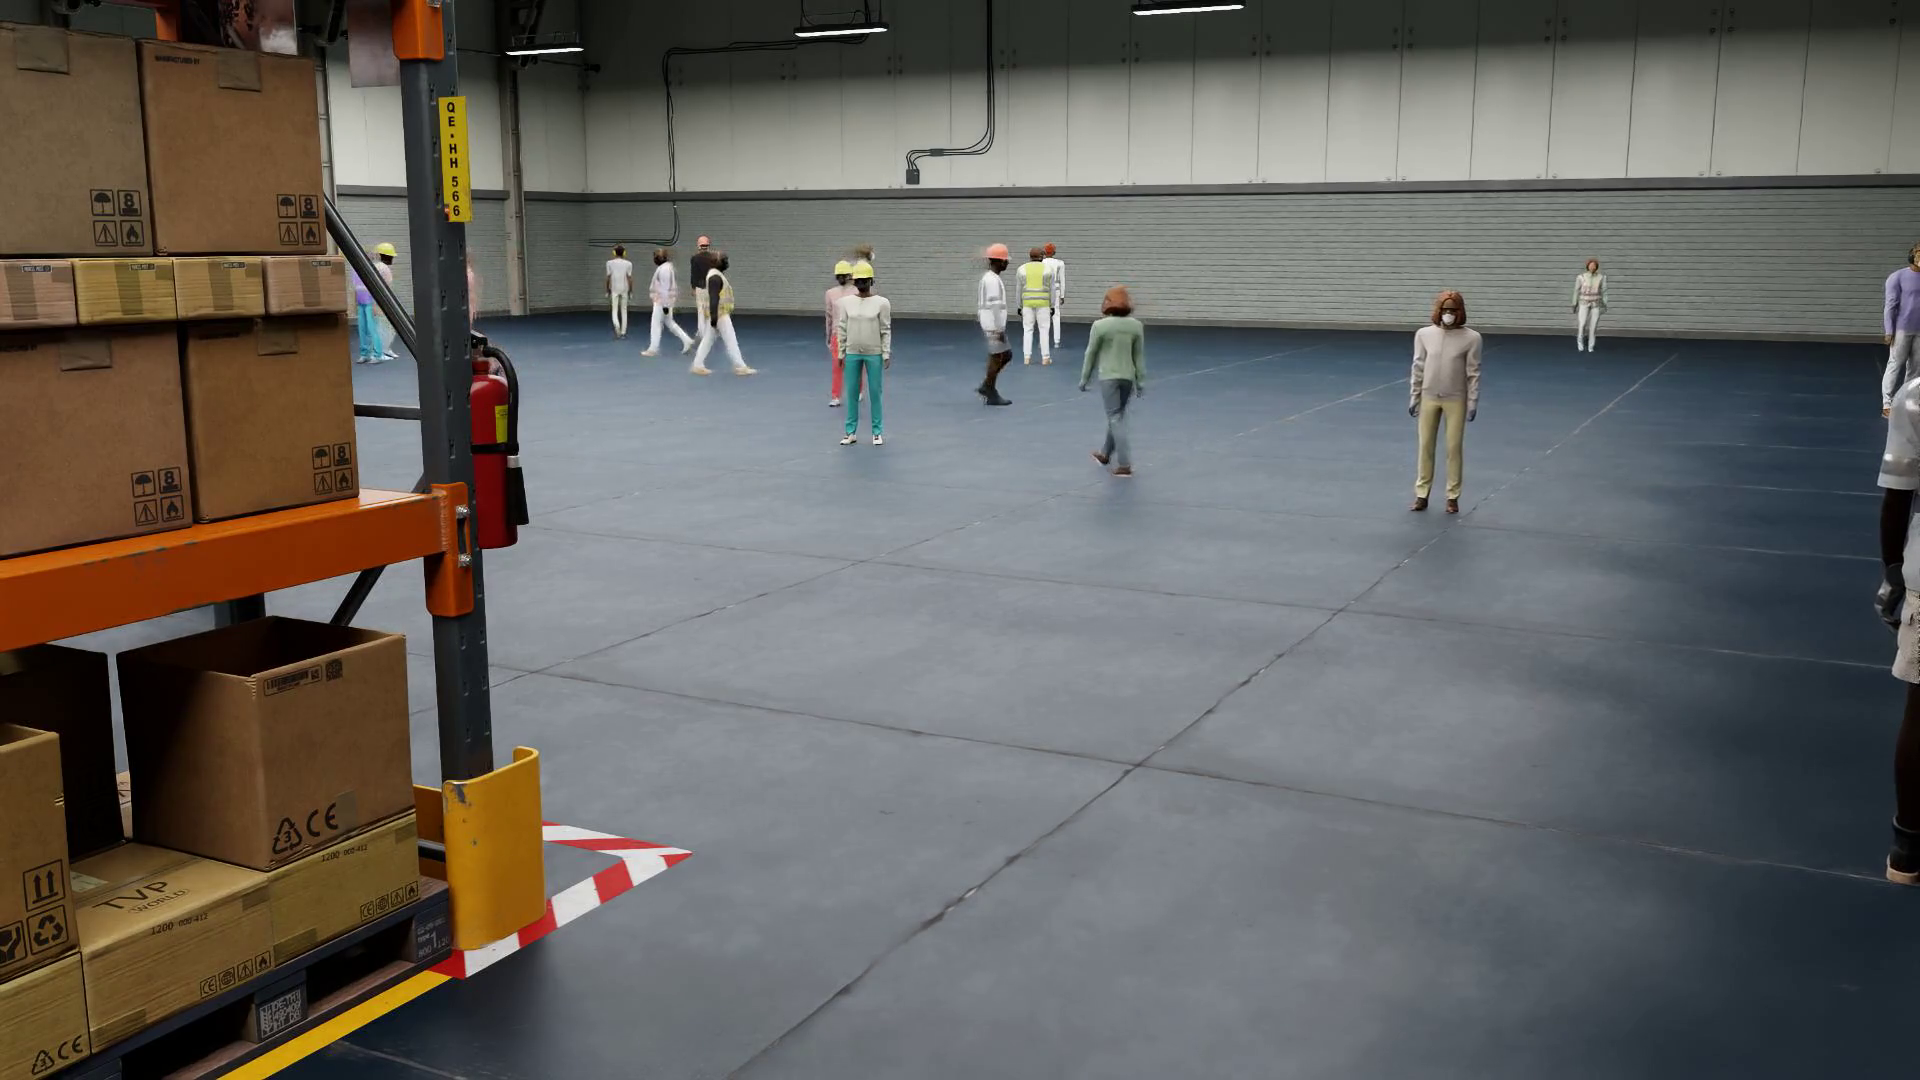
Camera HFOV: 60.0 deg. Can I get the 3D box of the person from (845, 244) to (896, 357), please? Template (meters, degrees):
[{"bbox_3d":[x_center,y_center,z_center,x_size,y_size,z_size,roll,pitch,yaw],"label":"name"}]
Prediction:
[{"bbox_3d":[-1.633,-3.976,27.667,1.054,1.890,0.644,-3,11,-17],"label":"person"}]

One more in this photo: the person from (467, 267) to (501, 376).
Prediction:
[{"bbox_3d":[-6.597,-2.955,22.110,0.868,1.877,0.654,-5,12,-26],"label":"person"}]

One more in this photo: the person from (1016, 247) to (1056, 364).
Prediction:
[{"bbox_3d":[1.202,-3.685,26.191,0.626,1.840,0.430,2,11,11],"label":"person"}]

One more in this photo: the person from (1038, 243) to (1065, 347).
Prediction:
[{"bbox_3d":[1.612,-4.414,30.046,0.573,1.883,0.356,-1,10,-3],"label":"person"}]

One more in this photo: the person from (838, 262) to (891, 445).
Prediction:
[{"bbox_3d":[-0.929,-1.794,16.077,0.523,1.769,0.315,2,11,9],"label":"person"}]

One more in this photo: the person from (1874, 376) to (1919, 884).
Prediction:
[{"bbox_3d":[3.127,0.125,5.082,0.608,1.959,0.382,10,14,43],"label":"person"}]

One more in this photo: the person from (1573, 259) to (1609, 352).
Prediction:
[{"bbox_3d":[10.915,-4.048,28.775,0.546,1.617,0.541,2,11,13],"label":"person"}]

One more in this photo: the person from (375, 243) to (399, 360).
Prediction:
[{"bbox_3d":[-9.322,-3.864,27.027,0.593,1.890,0.599,-5,12,-27],"label":"person"}]

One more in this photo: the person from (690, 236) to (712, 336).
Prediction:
[{"bbox_3d":[-5.130,-5.098,33.470,0.612,1.995,0.376,-6,12,-29],"label":"person"}]

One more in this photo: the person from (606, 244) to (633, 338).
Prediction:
[{"bbox_3d":[-6.681,-4.877,32.653,0.510,1.859,0.608,-2,11,-13],"label":"person"}]

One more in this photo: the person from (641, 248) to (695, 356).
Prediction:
[{"bbox_3d":[-4.938,-4.006,28.004,0.837,1.818,0.626,0,10,-1],"label":"person"}]

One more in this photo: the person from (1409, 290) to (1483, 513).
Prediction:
[{"bbox_3d":[3.543,-1.006,12.166,0.500,1.626,0.306,6,12,29],"label":"person"}]

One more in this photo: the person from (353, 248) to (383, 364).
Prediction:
[{"bbox_3d":[-9.369,-3.694,26.261,0.579,1.832,0.447,9,14,40],"label":"person"}]

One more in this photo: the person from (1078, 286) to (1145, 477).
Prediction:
[{"bbox_3d":[1.288,-1.355,14.168,0.503,1.588,0.850,-5,12,-27],"label":"person"}]

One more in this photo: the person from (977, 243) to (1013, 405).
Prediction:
[{"bbox_3d":[0.443,-2.552,19.781,0.391,1.922,0.560,1,10,5],"label":"person"}]

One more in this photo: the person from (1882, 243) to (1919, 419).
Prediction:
[{"bbox_3d":[10.507,-2.299,18.360,0.631,1.940,0.372,-1,10,-4],"label":"person"}]

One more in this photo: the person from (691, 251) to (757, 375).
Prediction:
[{"bbox_3d":[-3.487,-3.283,24.134,0.945,1.797,0.639,-2,11,-8],"label":"person"}]

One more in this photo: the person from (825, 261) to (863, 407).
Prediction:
[{"bbox_3d":[-1.360,-2.479,19.940,0.535,1.720,0.893,2,11,12],"label":"person"}]
